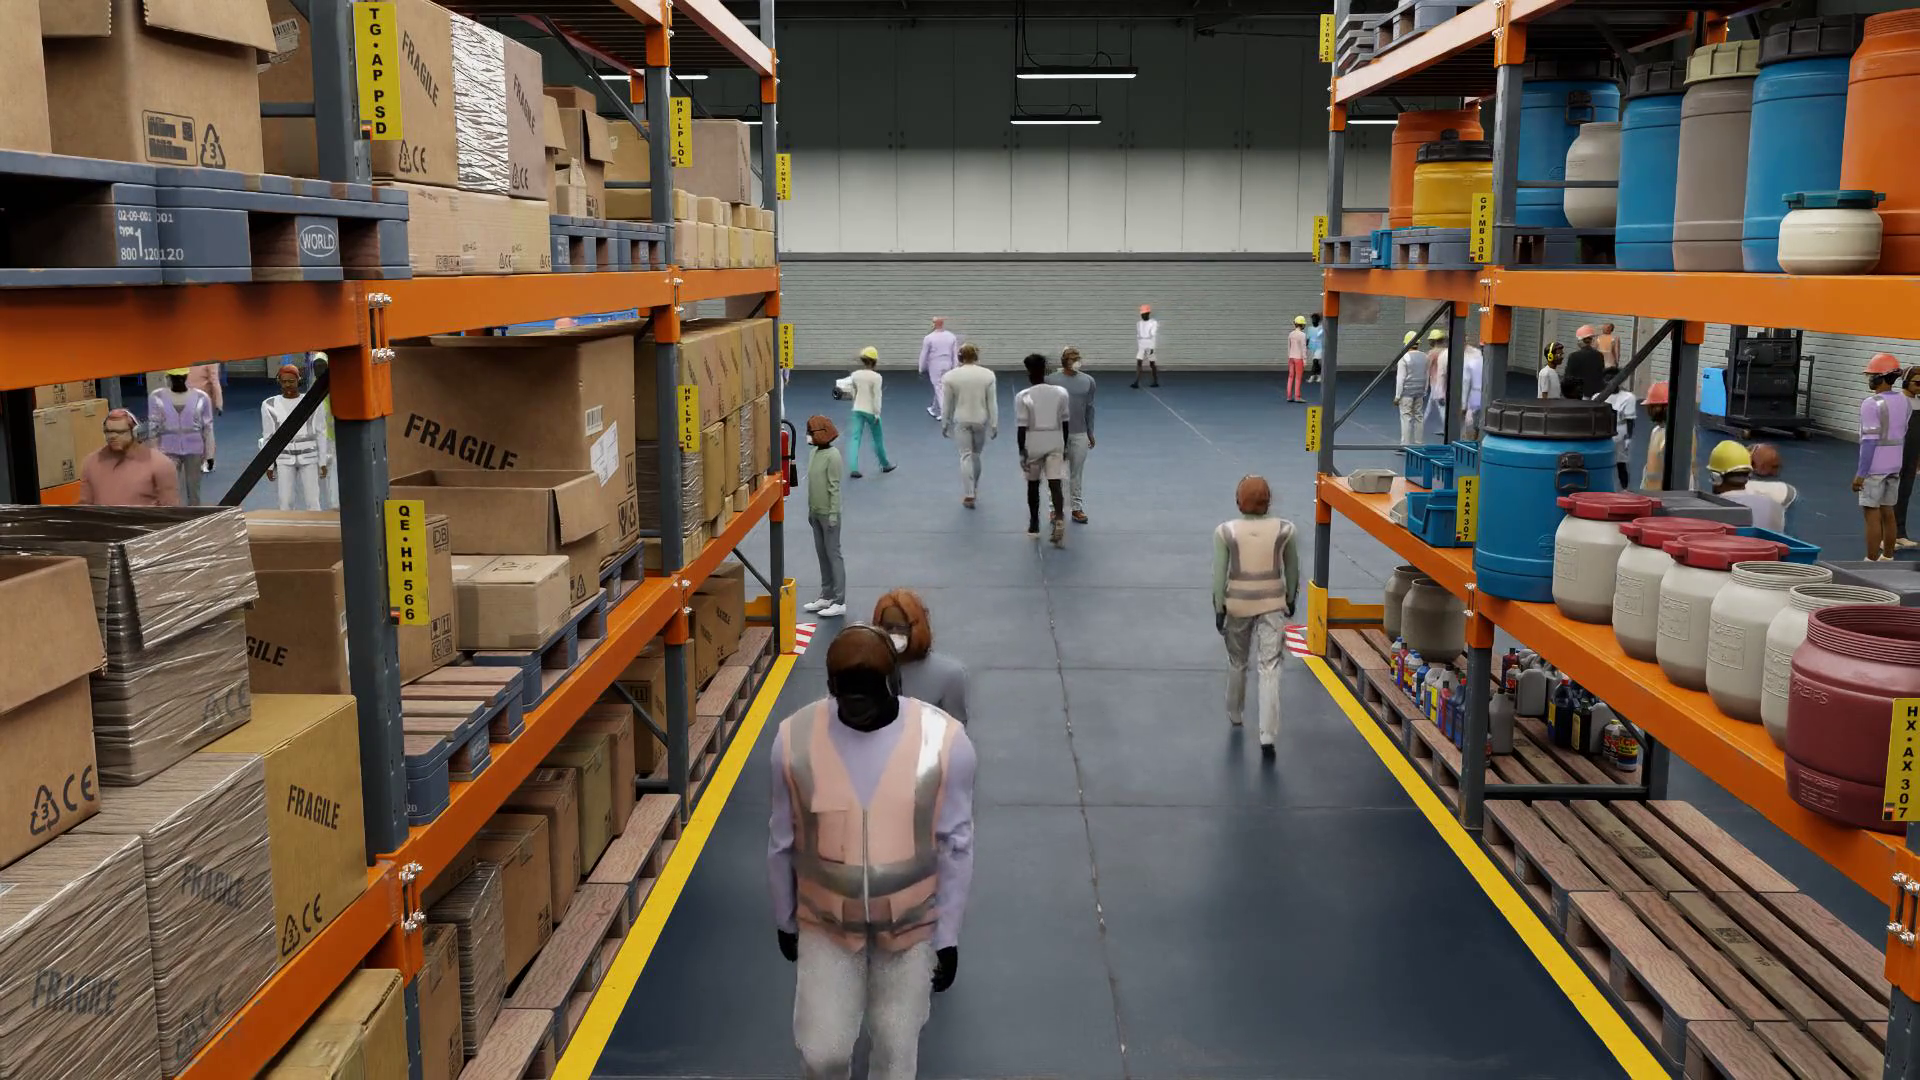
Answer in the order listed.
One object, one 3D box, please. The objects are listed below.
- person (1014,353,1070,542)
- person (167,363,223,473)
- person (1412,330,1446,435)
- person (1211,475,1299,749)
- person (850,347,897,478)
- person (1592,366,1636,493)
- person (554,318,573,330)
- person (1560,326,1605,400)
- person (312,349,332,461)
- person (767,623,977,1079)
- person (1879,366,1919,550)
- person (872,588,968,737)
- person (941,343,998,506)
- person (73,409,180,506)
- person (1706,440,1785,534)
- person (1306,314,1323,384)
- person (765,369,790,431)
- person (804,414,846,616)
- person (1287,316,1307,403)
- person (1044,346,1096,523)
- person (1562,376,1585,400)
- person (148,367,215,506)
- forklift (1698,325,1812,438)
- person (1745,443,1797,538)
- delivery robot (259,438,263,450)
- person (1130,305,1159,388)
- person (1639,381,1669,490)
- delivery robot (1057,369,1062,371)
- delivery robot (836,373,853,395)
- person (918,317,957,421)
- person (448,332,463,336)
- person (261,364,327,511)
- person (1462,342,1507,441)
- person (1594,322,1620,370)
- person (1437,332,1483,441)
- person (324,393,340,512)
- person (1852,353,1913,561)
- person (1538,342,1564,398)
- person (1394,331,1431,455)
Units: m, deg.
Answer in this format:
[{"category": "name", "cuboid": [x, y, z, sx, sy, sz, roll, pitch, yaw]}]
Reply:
[{"category": "person", "cuboid": [0.868, -0.943, 17.048, 0.617, 1.936, 0.912, -2, 10, -11]}, {"category": "person", "cuboid": [-10.371, -1.833, 22.493, 0.710, 1.882, 0.498, 0, 9, 1]}, {"category": "person", "cuboid": [7.855, -2.629, 27.718, 0.541, 1.723, 0.884, -9, 13, -44]}, {"category": "person", "cuboid": [1.758, 0.414, 9.915, 0.525, 1.593, 0.882, 1, 10, 6]}, {"category": "person", "cuboid": [-1.205, -1.707, 22.214, 0.536, 1.719, 0.895, 6, 11, 31]}, {"category": "person", "cuboid": [7.578, -1.193, 19.303, 0.527, 1.666, 0.830, 7, 12, 35]}, {"category": "person", "cuboid": [-6.192, -2.467, 25.939, 0.642, 1.996, 0.994, 3, 10, 18]}, {"category": "person", "cuboid": [8.893, -2.092, 23.868, 0.624, 1.941, 1.018, -5, 11, -26]}, {"category": "person", "cuboid": [-9.045, -2.057, 24.054, 0.706, 1.806, 0.680, 0, 9, -2]}, {"category": "person", "cuboid": [-0.263, 1.134, 4.918, 0.625, 1.824, 0.449, 0, 9, 1]}, {"category": "person", "cuboid": [9.367, -0.814, 16.530, 0.503, 1.839, 0.329, -5, 11, -27]}, {"category": "person", "cuboid": [-0.200, 0.964, 6.557, 0.507, 1.605, 0.714, 1, 10, 8]}, {"category": "person", "cuboid": [0.091, -1.386, 19.794, 0.652, 1.885, 1.002, -2, 10, -10]}, {"category": "person", "cuboid": [-5.676, 0.057, 11.254, 0.667, 1.864, 0.957, 1, 10, 8]}, {"category": "person", "cuboid": [4.489, 0.326, 9.745, 0.617, 1.819, 0.432, -1, 10, -8]}, {"category": "person", "cuboid": [8.423, -4.526, 39.346, 0.886, 1.642, 0.534, -9, 13, -44]}, {"category": "person", "cuboid": [-3.144, -2.724, 27.665, 0.635, 1.938, 0.359, -2, 10, -11]}, {"category": "person", "cuboid": [-1.105, -0.208, 13.529, 0.269, 1.627, 0.501, -5, 11, -30]}, {"category": "person", "cuboid": [6.911, -3.694, 33.995, 0.328, 1.767, 0.530, -5, 11, -26]}, {"category": "person", "cuboid": [1.198, -1.164, 18.322, 0.636, 1.939, 0.364, -3, 10, -18]}, {"category": "person", "cuboid": [6.232, -0.833, 17.062, 0.317, 1.695, 0.540, 8, 12, 40]}, {"category": "person", "cuboid": [-7.864, -0.905, 16.829, 0.606, 1.916, 0.420, -4, 10, -23]}, {"category": "forklift", "cuboid": [13.248, -3.165, 27.620, 1.129, 2.768, 1.873, 0, 9, 1]}, {"category": "person", "cuboid": [5.503, 0.125, 11.581, 0.543, 1.593, 0.854, 0, 9, 0]}, {"category": "delivery robot", "cuboid": [-9.417, -1.326, 23.275, 0.707, 0.478, 0.477, -3, 10, -17]}, {"category": "person", "cuboid": [4.248, -4.414, 37.956, 0.546, 1.890, 0.996, 6, 11, 34]}, {"category": "person", "cuboid": [5.472, -0.302, 13.242, 0.794, 1.906, 0.565, 1, 10, 7]}, {"category": "delivery robot", "cuboid": [2.169, -3.618, 36.227, 0.335, 0.223, 0.698, 7, 12, 35]}, {"category": "delivery robot", "cuboid": [-2.254, -3.232, 34.696, 0.477, 0.478, 0.707, -9, 13, -43]}, {"category": "person", "cuboid": [-0.440, -3.116, 30.251, 0.677, 1.850, 0.996, -6, 11, -30]}, {"category": "person", "cuboid": [-13.222, -5.429, 43.691, 0.538, 2.000, 0.684, 8, 12, 38]}, {"category": "person", "cuboid": [-6.397, -0.750, 16.019, 0.571, 1.882, 0.350, -3, 10, -20]}, {"category": "person", "cuboid": [7.113, -1.835, 22.553, 0.540, 1.879, 1.034, 7, 12, 35]}, {"category": "person", "cuboid": [13.079, -3.578, 33.672, 0.515, 1.640, 0.315, 6, 11, 34]}, {"category": "person", "cuboid": [7.325, -2.142, 24.359, 0.673, 1.885, 0.444, 4, 10, 23]}, {"category": "person", "cuboid": [-6.869, -1.199, 18.900, 0.626, 1.817, 0.738, 8, 12, 39]}, {"category": "person", "cuboid": [8.225, -0.650, 14.930, 0.607, 2.045, 0.390, -5, 11, -29]}, {"category": "person", "cuboid": [7.294, -1.501, 20.554, 0.328, 1.870, 0.512, 5, 11, 28]}, {"category": "person", "cuboid": [6.705, -2.186, 24.756, 0.597, 1.831, 0.403, -5, 11, -26]}]
